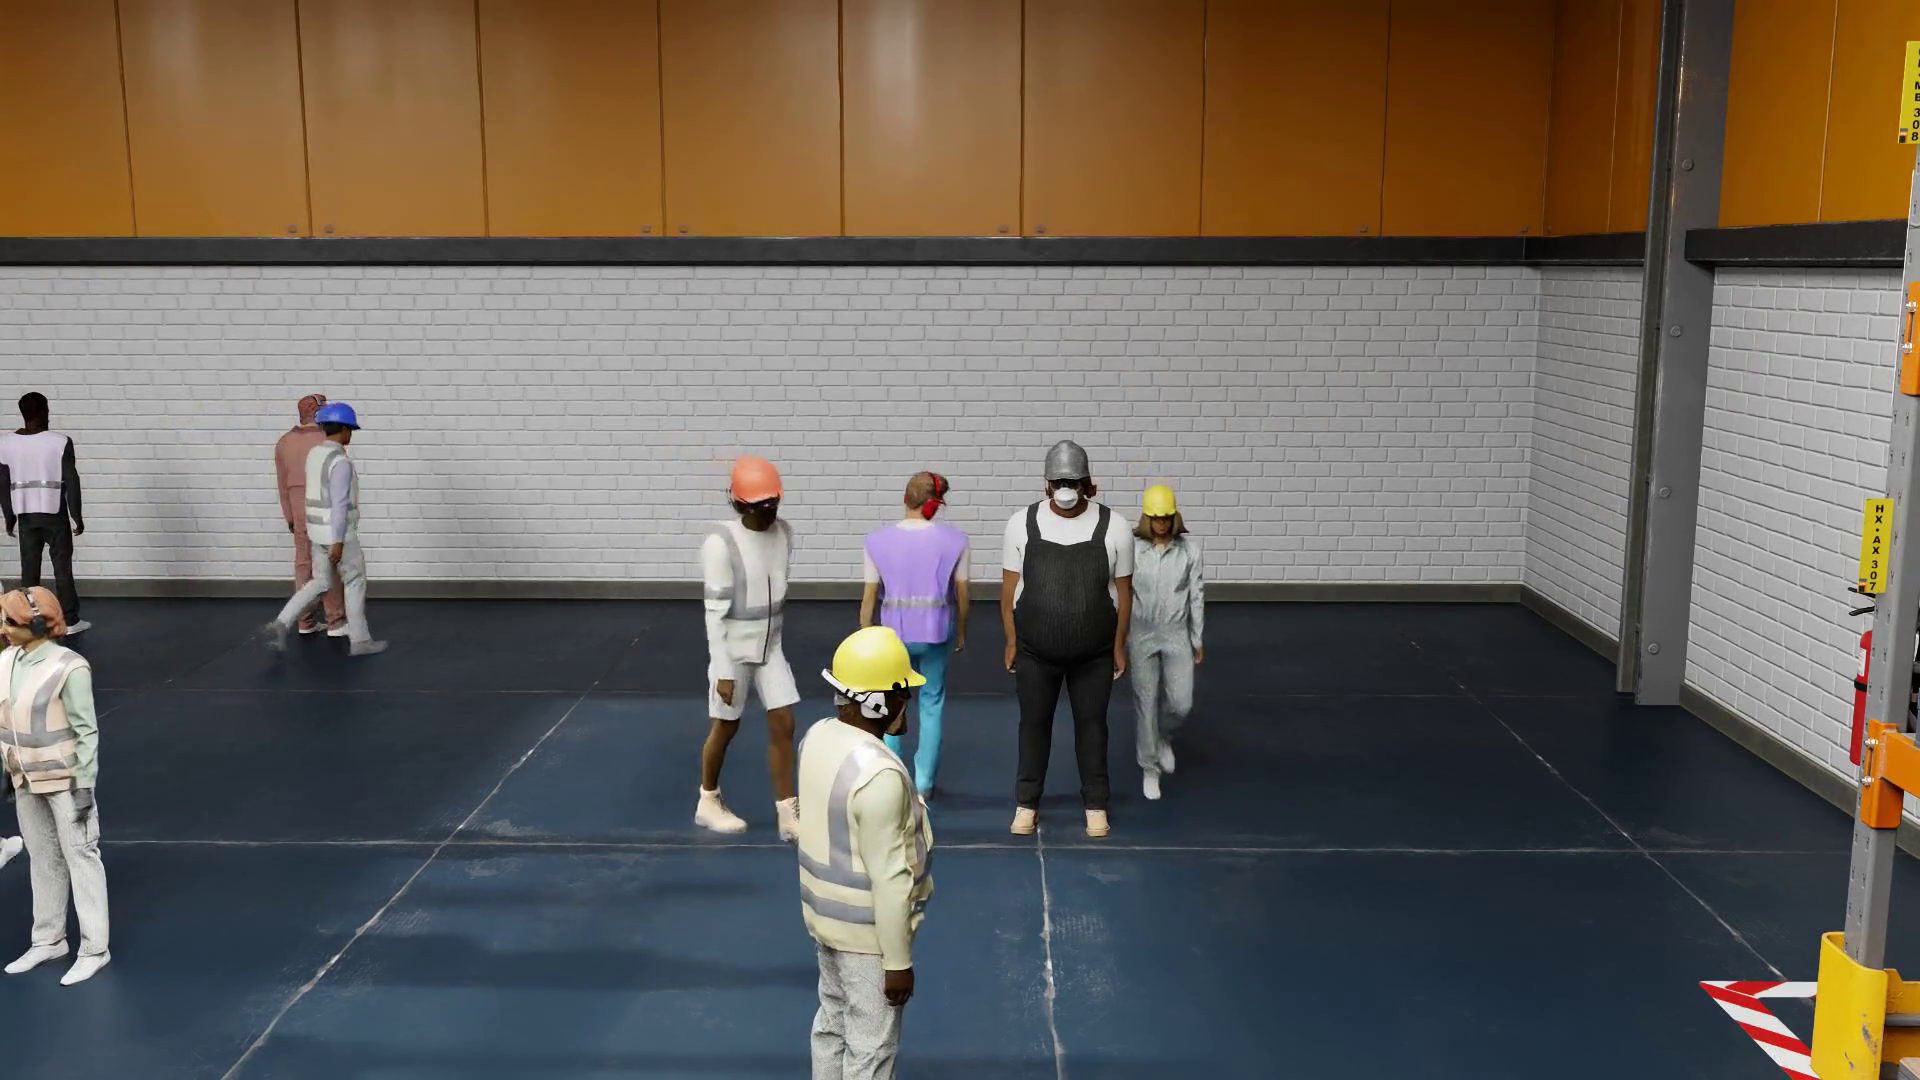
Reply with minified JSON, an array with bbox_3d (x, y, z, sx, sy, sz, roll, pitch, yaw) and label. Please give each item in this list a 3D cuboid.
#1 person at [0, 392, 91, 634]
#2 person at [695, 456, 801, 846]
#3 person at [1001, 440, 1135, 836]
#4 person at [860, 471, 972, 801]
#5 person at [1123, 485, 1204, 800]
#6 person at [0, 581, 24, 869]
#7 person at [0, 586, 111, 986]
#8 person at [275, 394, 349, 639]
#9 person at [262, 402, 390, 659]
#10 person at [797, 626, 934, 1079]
[{"bbox_3d":[-7.190,-0.195,13.023,0.587,1.914,0.392,-2,10,-9],"label":"person"},{"bbox_3d":[-1.031,0.556,8.281,0.929,1.983,0.631,8,13,41],"label":"person"},{"bbox_3d":[0.541,0.504,8.457,0.682,2.000,0.537,1,10,5],"label":"person"},{"bbox_3d":[-0.234,0.530,8.946,0.596,1.822,0.496,0,9,2],"label":"person"},{"bbox_3d":[1.090,0.541,9.161,0.497,1.727,0.436,-1,9,-3],"label":"person"},{"bbox_3d":[-4.630,0.735,7.719,0.535,1.817,0.878,1,10,5],"label":"person"},{"bbox_3d":[-3.699,0.988,6.763,0.513,1.638,0.313,4,10,25],"label":"person"},{"bbox_3d":[-4.989,-0.185,12.980,0.651,1.907,0.409,4,10,24],"label":"person"},{"bbox_3d":[-4.672,-0.048,12.180,0.824,1.906,0.617,-9,13,-44],"label":"person"},{"bbox_3d":[-0.282,1.165,5.115,0.403,1.830,0.599,-5,11,-26],"label":"person"}]
